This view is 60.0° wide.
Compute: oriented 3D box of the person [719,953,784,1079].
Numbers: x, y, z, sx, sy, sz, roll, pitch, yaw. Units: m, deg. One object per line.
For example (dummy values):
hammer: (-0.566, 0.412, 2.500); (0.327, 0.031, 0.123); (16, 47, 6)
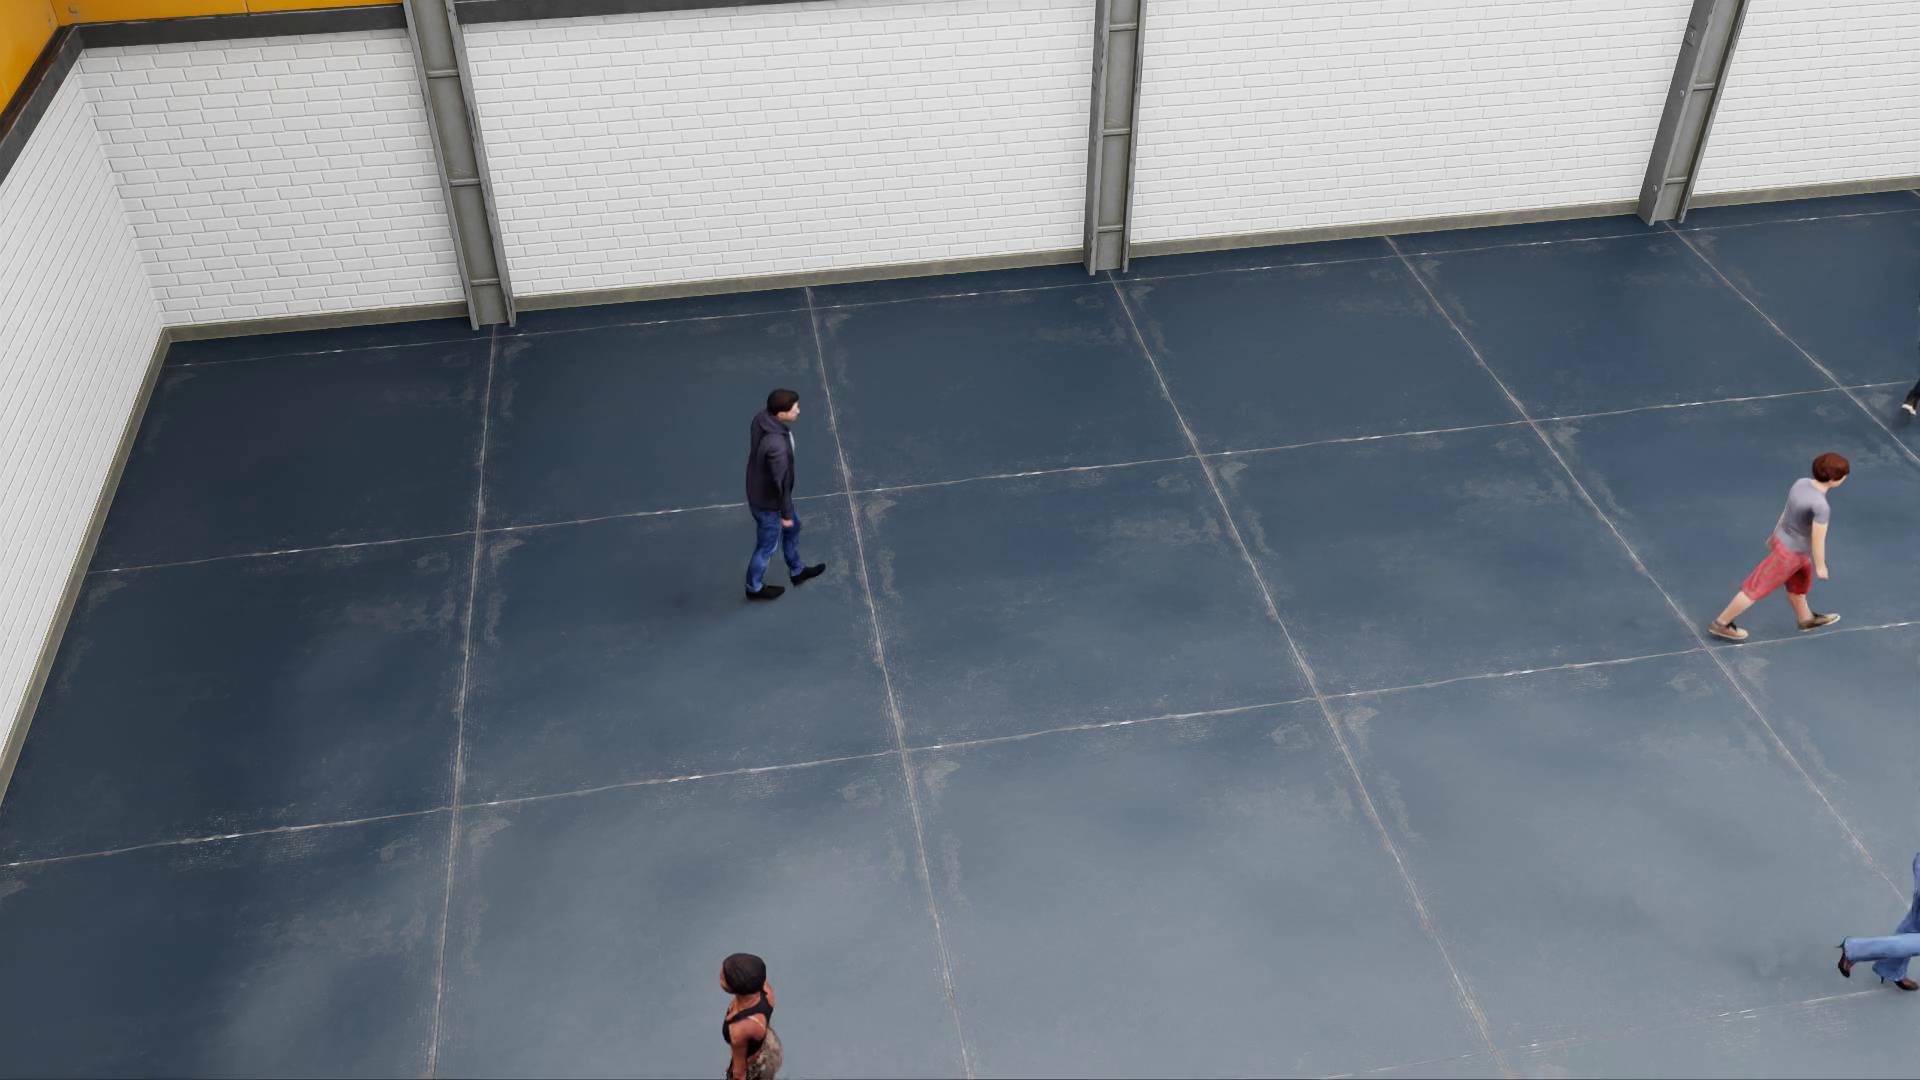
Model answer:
person: (-0.977, 2.713, 8.502); (0.842, 1.689, 0.737); (8, 39, 9)

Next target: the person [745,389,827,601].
person: (-1.475, -0.300, 12.147); (0.912, 1.849, 0.754); (-12, 40, -15)

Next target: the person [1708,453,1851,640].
person: (5.823, 0.092, 11.850); (1.215, 1.607, 0.828); (5, 39, 6)
